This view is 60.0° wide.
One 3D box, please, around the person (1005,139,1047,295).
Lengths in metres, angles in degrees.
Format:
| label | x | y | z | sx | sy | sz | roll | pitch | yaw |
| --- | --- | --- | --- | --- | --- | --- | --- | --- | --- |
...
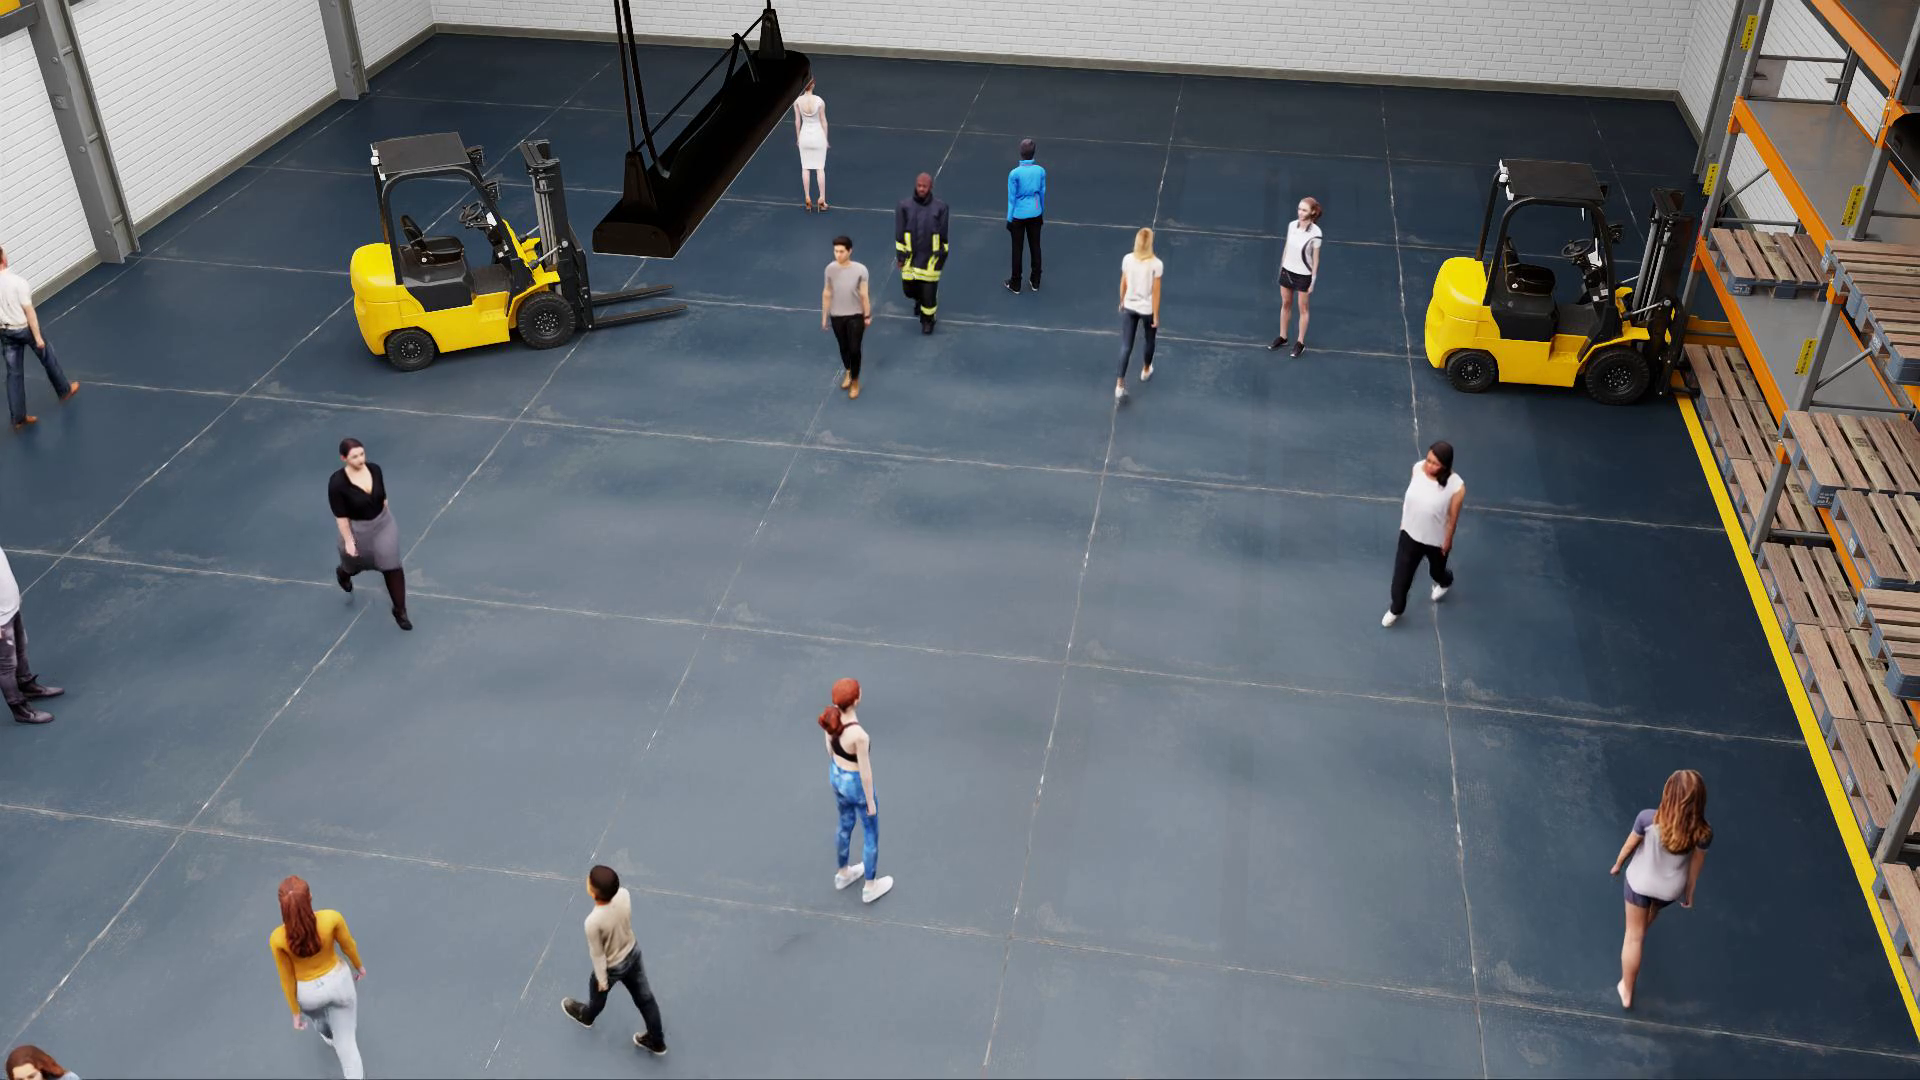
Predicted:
| label | x | y | z | sx | sy | sz | roll | pitch | yaw |
| --- | --- | --- | --- | --- | --- | --- | --- | --- | --- |
| person | 0.754 | -3.678 | 18.890 | 0.687 | 1.796 | 0.706 | -13 | 36 | -18 |

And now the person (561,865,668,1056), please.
| label | x | y | z | sx | sy | sz | roll | pitch | yaw |
| --- | --- | --- | --- | --- | --- | --- | --- | --- | --- |
| person | -1.976 | 2.532 | 9.878 | 0.859 | 1.430 | 0.991 | 19 | 38 | 26 |

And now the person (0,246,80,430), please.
| label | x | y | z | sx | sy | sz | roll | pitch | yaw |
| --- | --- | --- | --- | --- | --- | --- | --- | --- | --- |
| person | -9.292 | -1.963 | 16.300 | 0.722 | 1.806 | 1.224 | 4 | 34 | 6 |

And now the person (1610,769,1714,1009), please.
| label | x | y | z | sx | sy | sz | roll | pitch | yaw |
| --- | --- | --- | --- | --- | --- | --- | --- | --- | --- |
| person | 4.254 | 2.175 | 10.179 | 0.644 | 1.691 | 1.018 | 7 | 34 | 10 |

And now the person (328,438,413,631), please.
| label | x | y | z | sx | sy | sz | roll | pitch | yaw |
| --- | --- | --- | --- | --- | --- | --- | --- | --- | --- |
| person | -4.889 | -0.068 | 13.519 | 1.107 | 1.730 | 1.156 | 28 | 43 | 35 |

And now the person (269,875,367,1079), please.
| label | x | y | z | sx | sy | sz | roll | pitch | yaw |
| --- | --- | --- | --- | --- | --- | --- | --- | --- | --- |
| person | -3.581 | 2.652 | 9.455 | 1.072 | 1.698 | 1.199 | -18 | 37 | -24 |

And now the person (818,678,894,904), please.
| label | x | y | z | sx | sy | sz | roll | pitch | yaw |
| --- | --- | --- | --- | --- | --- | --- | --- | --- | --- |
| person | -0.744 | 1.645 | 10.899 | 0.733 | 1.778 | 0.783 | 28 | 43 | 35 |

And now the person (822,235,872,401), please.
| label | x | y | z | sx | sy | sz | roll | pitch | yaw |
| --- | --- | --- | --- | --- | --- | --- | --- | --- | --- |
| person | -1.117 | -2.335 | 16.951 | 0.654 | 1.705 | 0.769 | 9 | 35 | 13 |

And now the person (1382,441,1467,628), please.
| label | x | y | z | sx | sy | sz | roll | pitch | yaw |
| --- | --- | --- | --- | --- | --- | --- | --- | --- | --- |
| person | 3.862 | -0.089 | 13.616 | 1.155 | 1.656 | 1.027 | -28 | 43 | -36 |

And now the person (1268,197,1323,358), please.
| label | x | y | z | sx | sy | sz | roll | pitch | yaw |
| --- | --- | --- | --- | --- | --- | --- | --- | --- | --- |
| person | 3.588 | -2.801 | 17.610 | 0.664 | 1.752 | 0.700 | 26 | 42 | 34 |

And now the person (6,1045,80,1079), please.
| label | x | y | z | sx | sy | sz | roll | pitch | yaw |
| --- | --- | --- | --- | --- | --- | --- | --- | --- | --- |
| person | -4.802 | 3.178 | 8.893 | 0.954 | 1.443 | 1.060 | -17 | 37 | -24 |

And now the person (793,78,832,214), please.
| label | x | y | z | sx | sy | sz | roll | pitch | yaw |
| --- | --- | --- | --- | --- | --- | --- | --- | --- | --- |
| person | -1.863 | -4.986 | 20.862 | 0.568 | 1.791 | 0.468 | 6 | 34 | 9 |

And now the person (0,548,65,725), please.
| label | x | y | z | sx | sy | sz | roll | pitch | yaw |
| --- | --- | --- | --- | --- | --- | --- | --- | --- | --- |
| person | -7.245 | 0.539 | 12.511 | 0.793 | 1.834 | 0.643 | -5 | 34 | -7 |

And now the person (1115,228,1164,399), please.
| label | x | y | z | sx | sy | sz | roll | pitch | yaw |
| --- | --- | --- | --- | --- | --- | --- | --- | --- | --- |
| person | 1.777 | -2.253 | 16.767 | 0.778 | 1.773 | 1.185 | 13 | 36 | 18 |

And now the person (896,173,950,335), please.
| label | x | y | z | sx | sy | sz | roll | pitch | yaw |
| --- | --- | --- | --- | --- | --- | --- | --- | --- | --- |
| person | -0.398 | -3.166 | 18.106 | 0.759 | 1.810 | 0.887 | 4 | 34 | 6 |
